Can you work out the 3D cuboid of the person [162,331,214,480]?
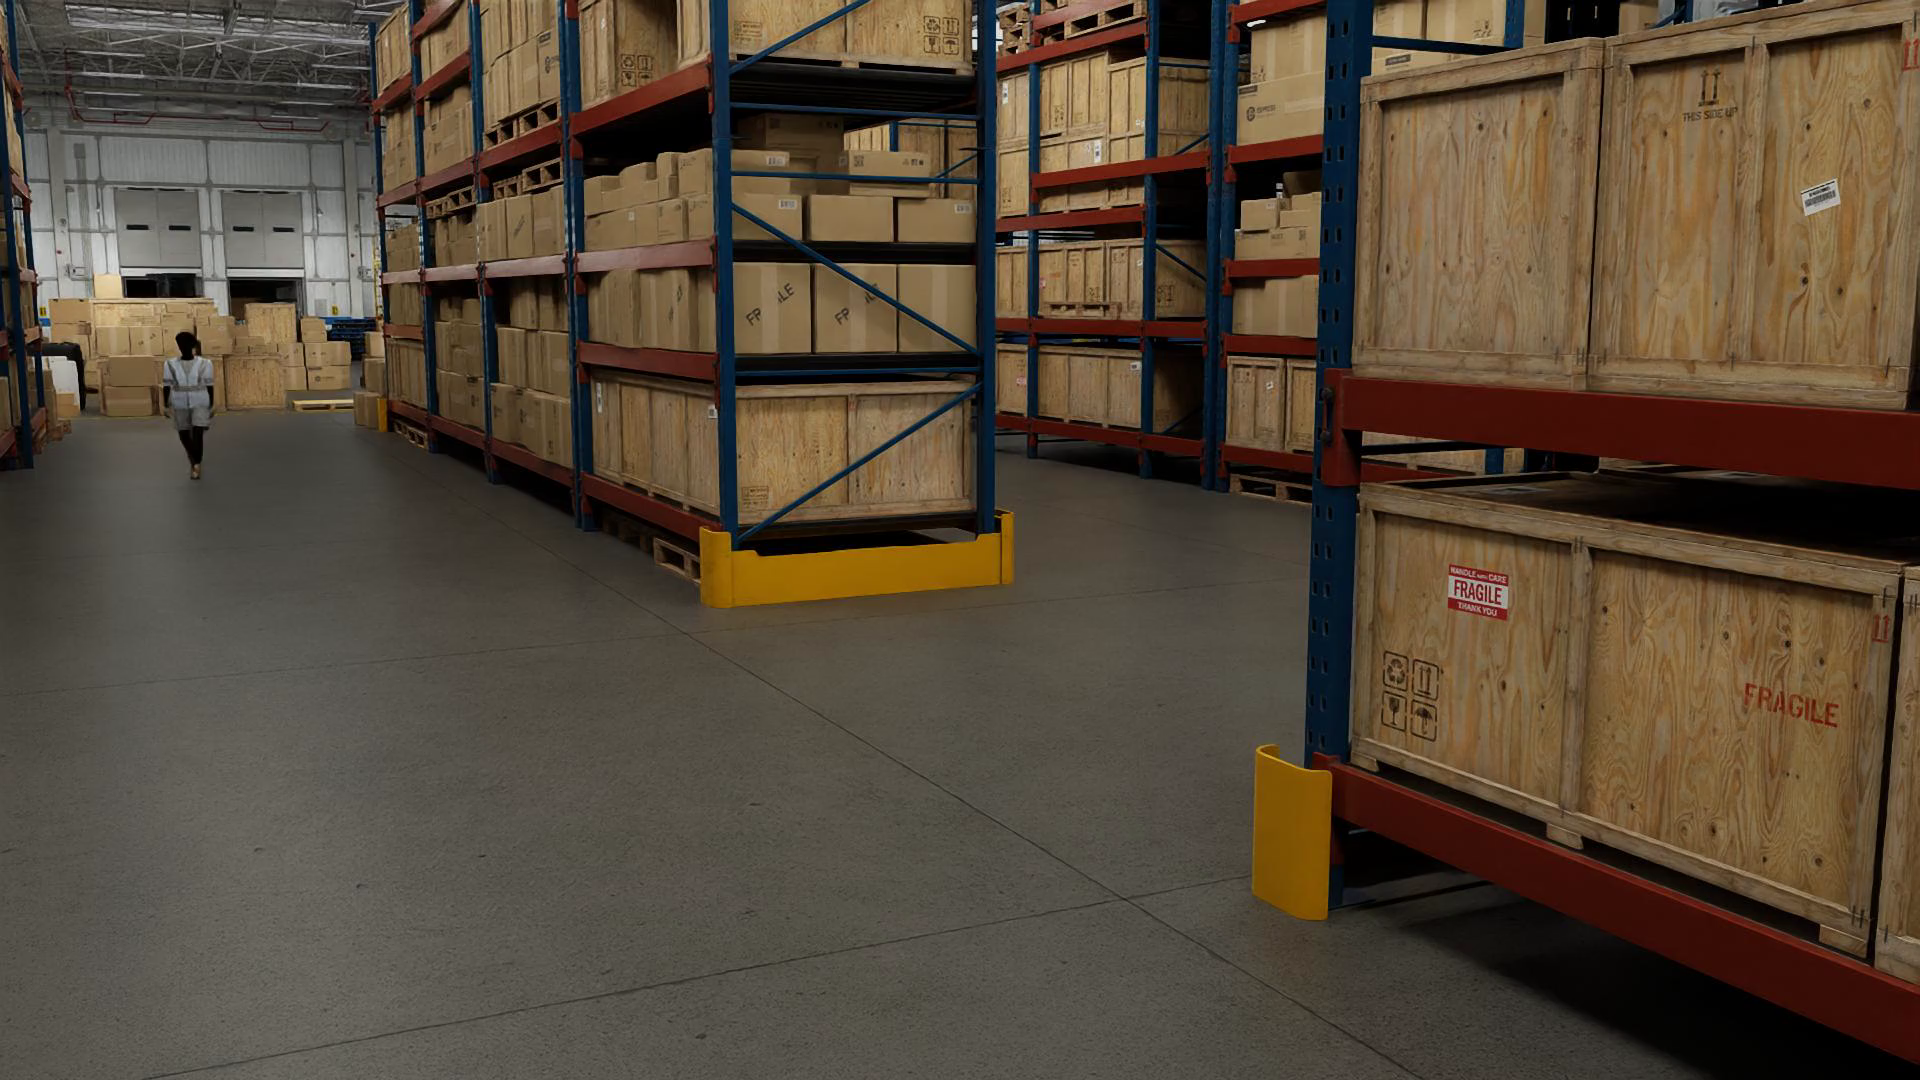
[{"bbox_3d":[-8.725,-1.538,18.852,0.536,1.668,0.757,-2,9,-15],"label":"person"}]

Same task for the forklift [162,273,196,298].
[{"bbox_3d":[-24.331,-6.948,52.001,1.873,2.768,1.129,6,10,37],"label":"forklift"}]

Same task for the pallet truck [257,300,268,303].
[{"bbox_3d":[-23.913,-7.404,58.171,1.885,1.965,0.823,-1,8,-9],"label":"pallet truck"}]
